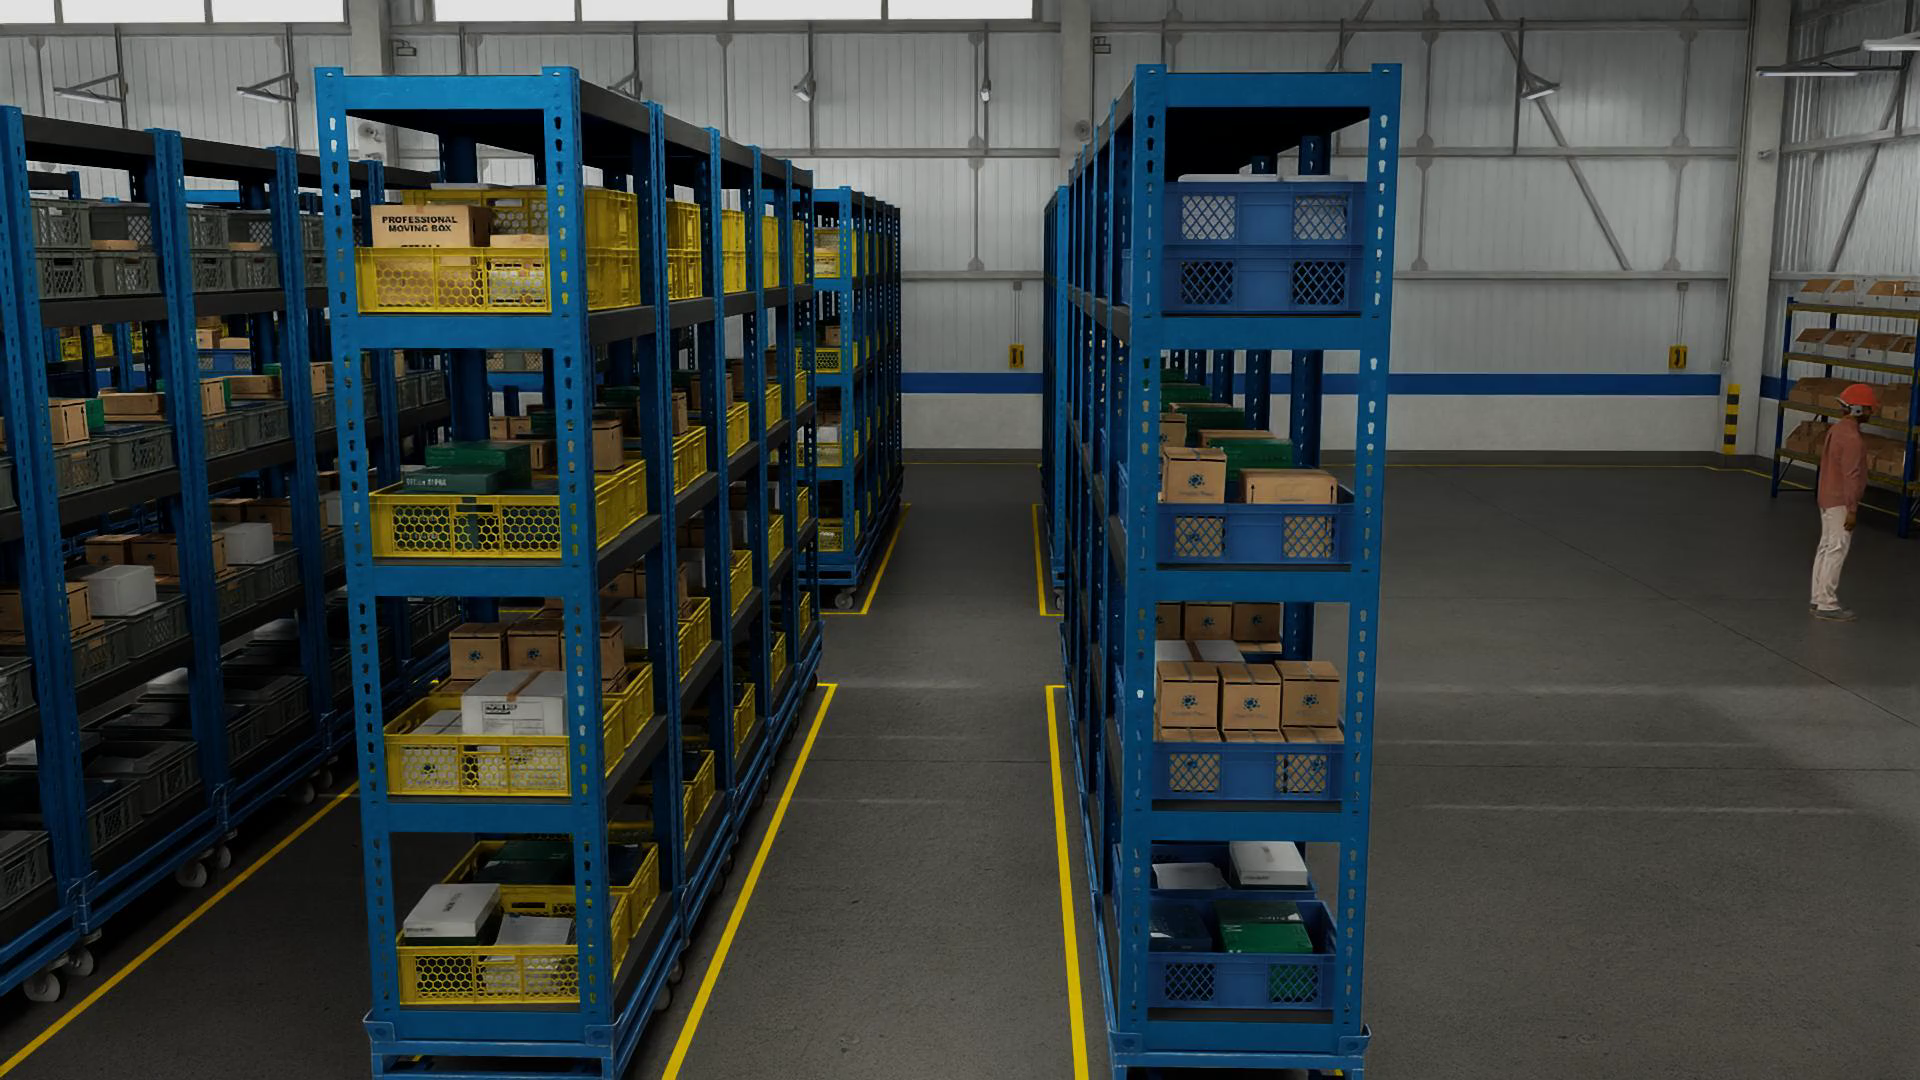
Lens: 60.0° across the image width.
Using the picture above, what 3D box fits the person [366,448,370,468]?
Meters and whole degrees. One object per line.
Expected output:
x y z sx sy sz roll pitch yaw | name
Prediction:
-7.936 -1.665 22.324 0.861 1.791 0.629 -2 10 -10 | person

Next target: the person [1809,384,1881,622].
7.376 -0.309 13.868 0.403 1.987 0.609 2 10 11 | person
